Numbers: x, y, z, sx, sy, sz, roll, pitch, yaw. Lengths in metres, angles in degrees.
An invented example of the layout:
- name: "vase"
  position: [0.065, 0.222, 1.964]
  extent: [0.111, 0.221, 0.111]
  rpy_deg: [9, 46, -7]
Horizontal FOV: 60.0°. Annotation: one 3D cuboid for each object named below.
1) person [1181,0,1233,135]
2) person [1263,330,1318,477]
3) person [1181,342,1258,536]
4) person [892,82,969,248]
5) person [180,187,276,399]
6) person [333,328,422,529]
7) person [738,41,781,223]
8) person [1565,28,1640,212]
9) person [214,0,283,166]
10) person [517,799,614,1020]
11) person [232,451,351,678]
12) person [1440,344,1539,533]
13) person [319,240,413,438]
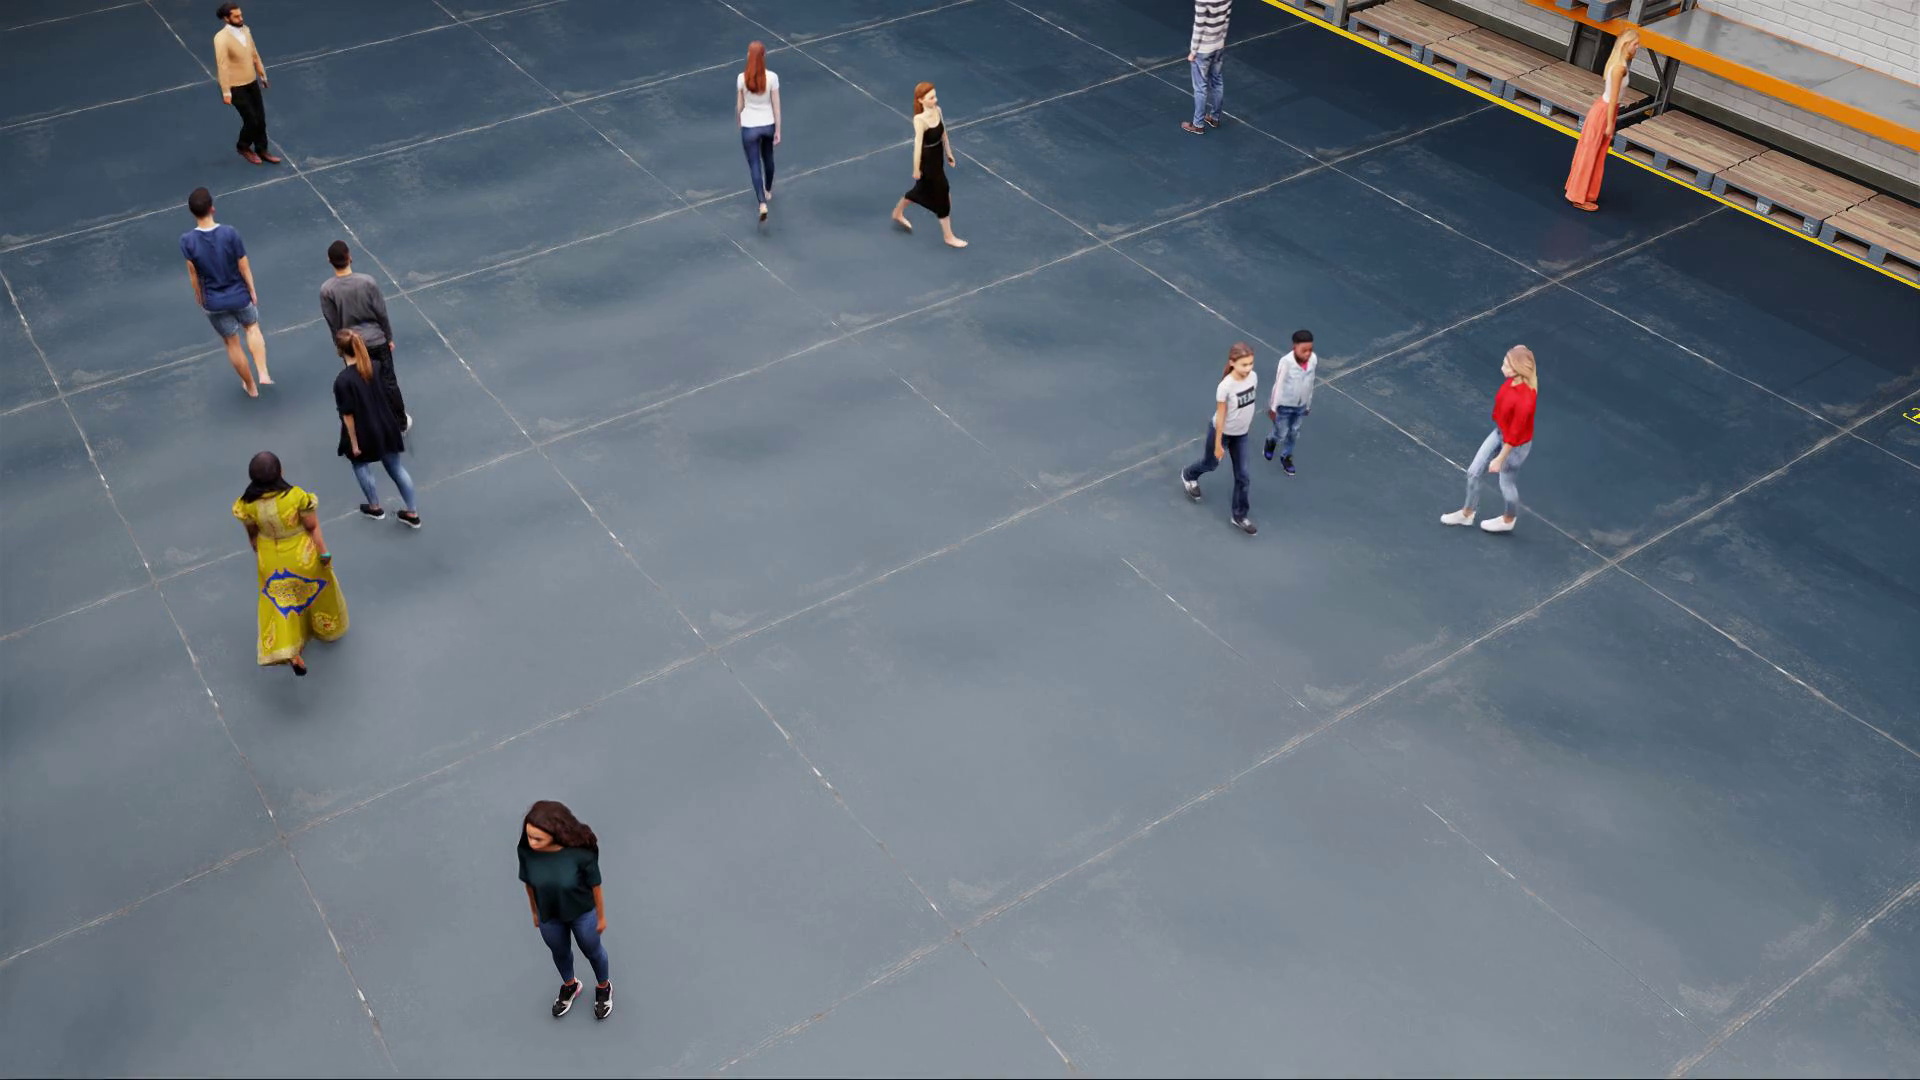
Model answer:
- name: "person"
  position: [2.648, -5.260, 17.698]
  extent: [0.640, 1.853, 0.518]
  rpy_deg: [-24, 45, -27]
- name: "person"
  position: [2.567, -1.120, 12.995]
  extent: [0.578, 1.254, 0.669]
  rpy_deg: [-9, 40, -11]
- name: "person"
  position: [1.960, -0.836, 12.419]
  extent: [0.574, 1.528, 1.063]
  rpy_deg: [-20, 43, -23]
- name: "person"
  position: [-0.371, -3.598, 15.835]
  extent: [1.169, 1.580, 0.949]
  rpy_deg: [16, 41, 19]
- name: "person"
  position: [-5.962, -1.941, 13.562]
  extent: [0.658, 1.829, 0.700]
  rpy_deg: [-19, 42, -22]
- name: "person"
  position: [-4.252, -0.763, 12.223]
  extent: [0.858, 1.660, 0.782]
  rpy_deg: [24, 44, 27]
- name: "person"
  position: [-1.947, -3.938, 16.161]
  extent: [0.835, 1.706, 1.183]
  rpy_deg: [-9, 40, -11]
- name: "person"
  position: [6.320, -4.143, 16.338]
  extent: [0.764, 1.805, 0.733]
  rpy_deg: [14, 41, 16]
- name: "person"
  position: [-7.408, -4.655, 17.036]
  extent: [0.873, 1.734, 0.838]
  rpy_deg: [11, 40, 13]
- name: "person"
  position: [-2.084, 1.959, 8.851]
  extent: [0.714, 1.614, 0.766]
  rpy_deg: [4, 39, 5]
- name: "person"
  position: [-4.449, 0.187, 11.055]
  extent: [1.073, 1.632, 1.319]
  rpy_deg: [-7, 39, -9]
- name: "person"
  position: [4.084, -0.695, 12.124]
  extent: [0.896, 1.676, 0.864]
  rpy_deg: [0, 39, 0]
- name: "person"
  position: [-4.708, -1.559, 13.139]
  extent: [0.670, 1.760, 0.624]
  rpy_deg: [-13, 40, -16]
